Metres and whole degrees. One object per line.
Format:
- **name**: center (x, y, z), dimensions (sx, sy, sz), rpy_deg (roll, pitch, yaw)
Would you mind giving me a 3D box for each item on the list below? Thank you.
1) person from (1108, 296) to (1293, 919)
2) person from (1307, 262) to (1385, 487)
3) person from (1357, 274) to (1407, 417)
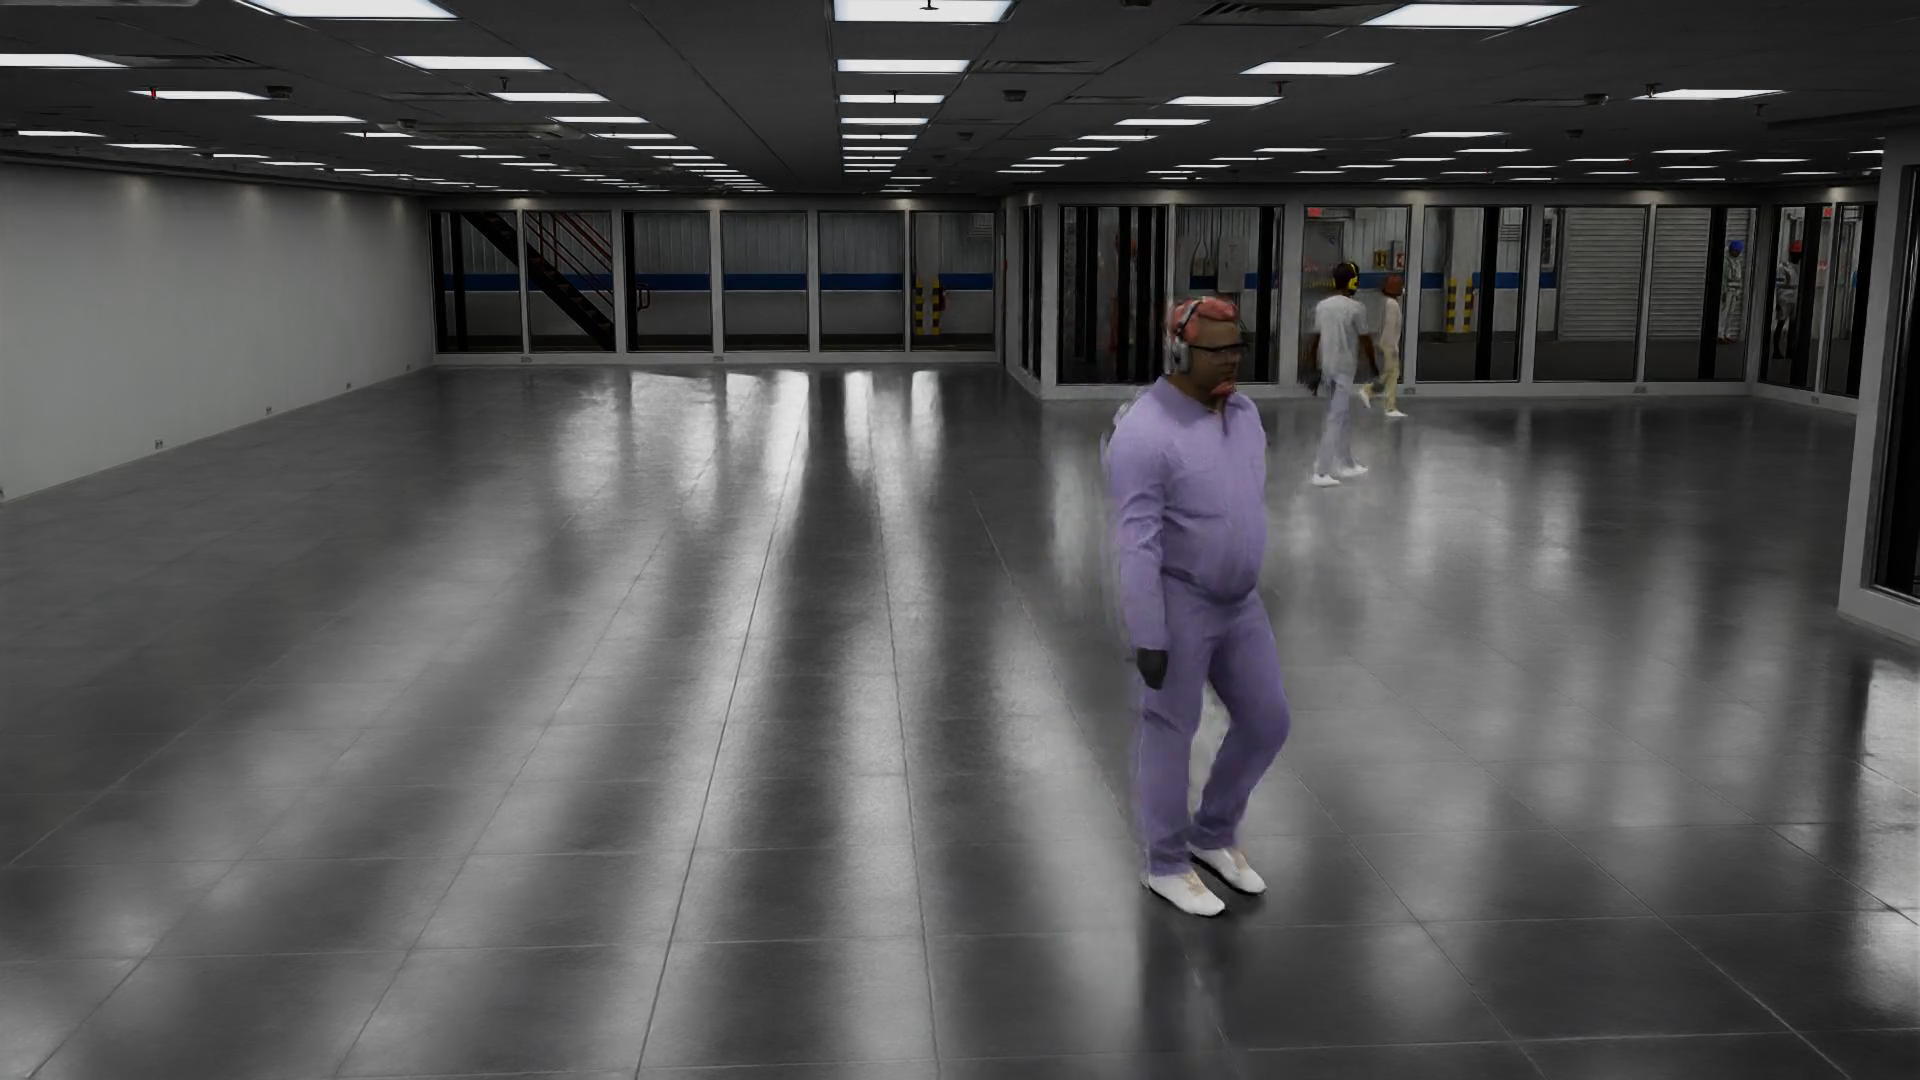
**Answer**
- **person**: center (0.747, 0.221, 5.029), dimensions (0.685, 1.892, 0.478), rpy_deg (-9, 14, -41)
- **person**: center (3.229, -1.365, 13.748), dimensions (0.875, 1.833, 0.512), rpy_deg (-7, 13, -33)
- **person**: center (4.815, -2.191, 18.785), dimensions (0.477, 1.620, 0.504), rpy_deg (2, 11, 11)
